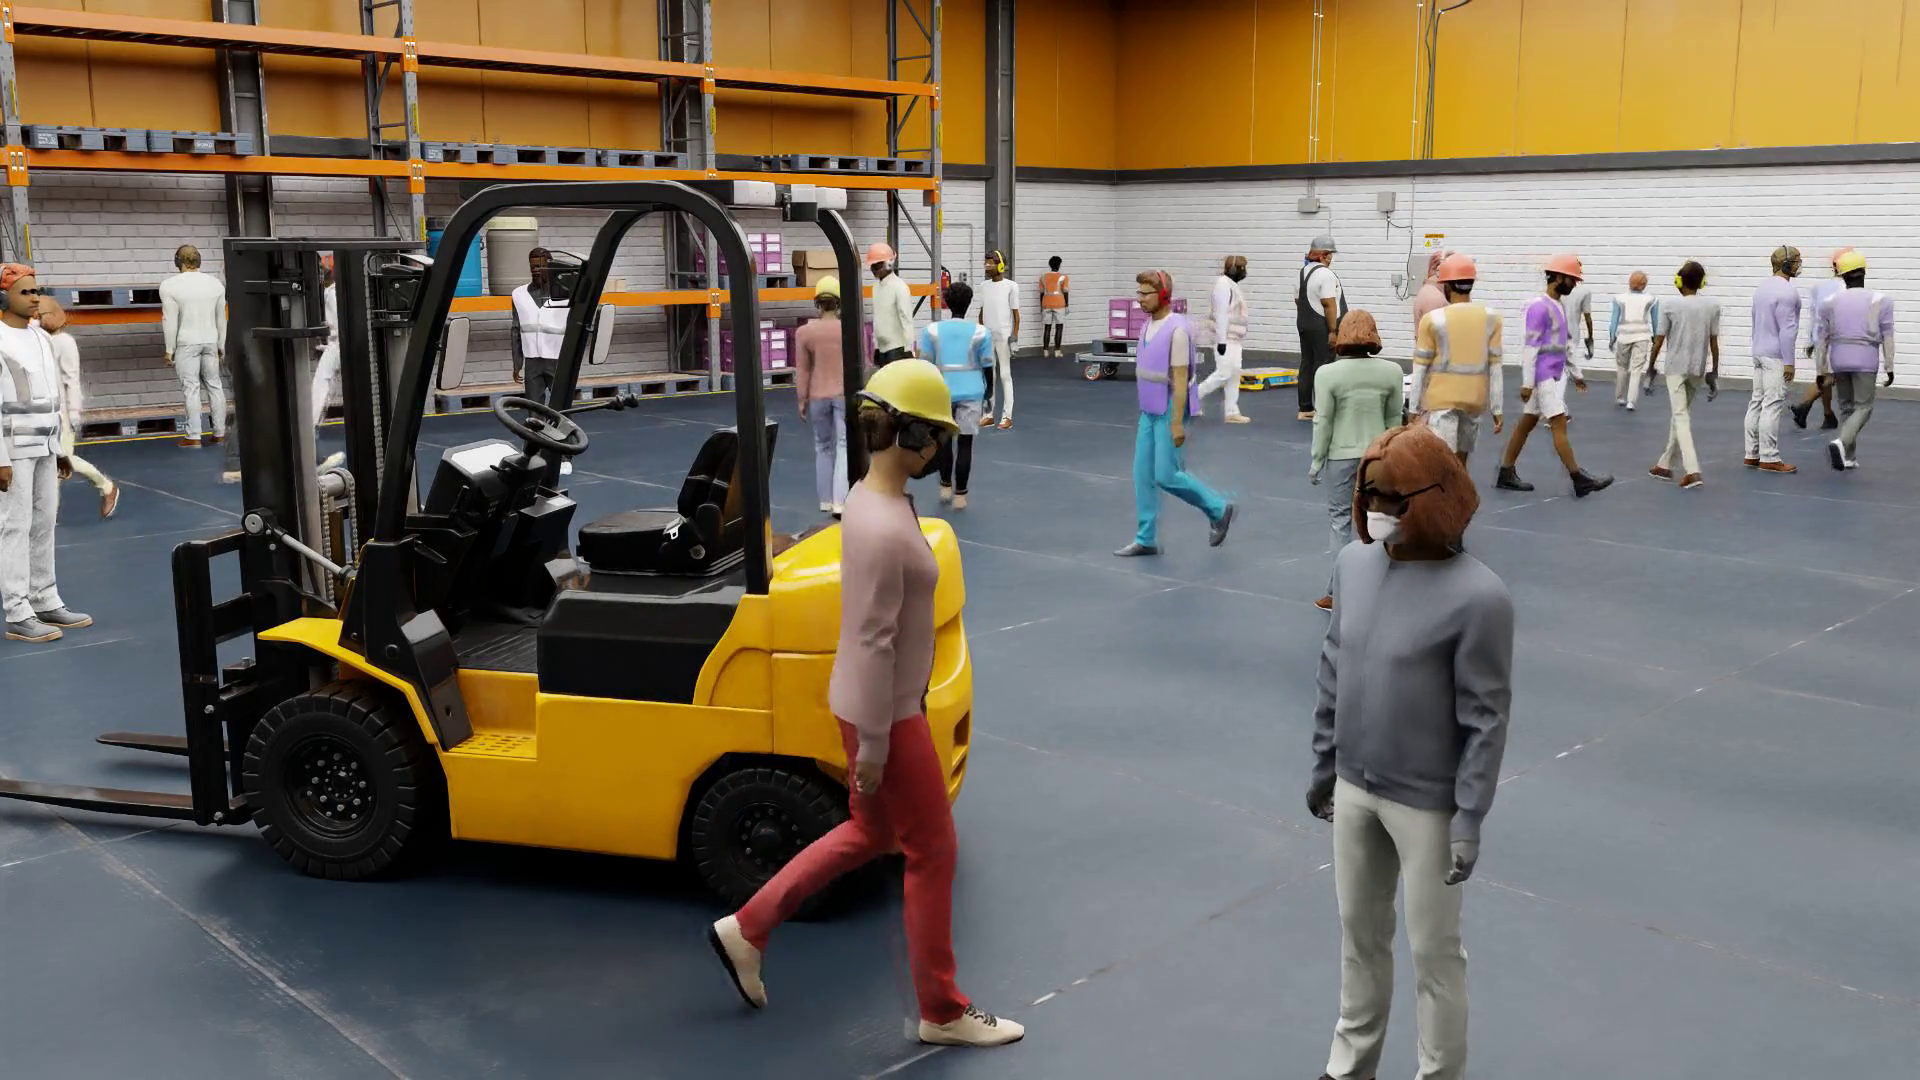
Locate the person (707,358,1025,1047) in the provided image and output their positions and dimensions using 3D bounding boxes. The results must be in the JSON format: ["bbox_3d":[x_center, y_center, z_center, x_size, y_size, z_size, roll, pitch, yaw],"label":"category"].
[{"bbox_3d":[-0.246,0.413,4.136,0.738,1.729,0.522,-1,10,-5],"label":"person"}]

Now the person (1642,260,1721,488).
[{"bbox_3d":[5.865,-1.346,13.496,0.538,1.827,0.967,-1,10,-3],"label":"person"}]

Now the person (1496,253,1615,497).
[{"bbox_3d":[4.672,-1.275,12.962,0.968,1.875,0.537,6,12,31],"label":"person"}]

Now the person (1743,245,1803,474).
[{"bbox_3d":[6.978,-1.544,14.239,0.372,1.940,0.627,0,10,2],"label":"person"}]

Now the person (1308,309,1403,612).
[{"bbox_3d":[2.120,-0.417,8.929,0.499,1.632,0.285,-1,10,-7],"label":"person"}]

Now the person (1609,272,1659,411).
[{"bbox_3d":[7.863,-2.318,19.395,0.544,1.586,0.866,4,11,22],"label":"person"}]

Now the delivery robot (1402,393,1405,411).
[{"bbox_3d":[4.217,-1.434,17.162,0.477,0.478,0.707,-9,14,-42],"label":"delivery robot"}]

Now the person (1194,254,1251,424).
[{"bbox_3d":[2.791,-2.157,17.890,0.640,1.828,0.655,4,11,22],"label":"person"}]

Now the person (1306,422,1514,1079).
[{"bbox_3d":[0.948,0.558,3.609,0.279,1.633,0.498,-6,12,-31],"label":"person"}]

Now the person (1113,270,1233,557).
[{"bbox_3d":[1.346,-0.786,10.454,0.687,1.819,0.603,-3,11,-17],"label":"person"}]

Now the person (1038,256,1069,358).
[{"bbox_3d":[1.545,-3.854,27.532,0.547,1.679,0.369,5,11,24],"label":"person"}]

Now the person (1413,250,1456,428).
[{"bbox_3d":[3.817,-1.355,13.301,0.409,1.908,0.639,2,11,10],"label":"person"}]

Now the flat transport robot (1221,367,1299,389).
[{"bbox_3d":[4.013,-2.159,22.145,1.431,0.197,0.652,-10,14,-44],"label":"flat transport robot"}]

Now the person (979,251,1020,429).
[{"bbox_3d":[0.382,-2.089,17.426,0.520,1.864,0.320,8,13,36],"label":"person"}]

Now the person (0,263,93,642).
[{"bbox_3d":[-4.690,-0.439,8.372,0.356,1.883,0.572,0,10,2],"label":"person"}]

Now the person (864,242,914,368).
[{"bbox_3d":[-0.678,-1.826,15.724,0.500,1.965,0.644,-5,12,-26],"label":"person"}]

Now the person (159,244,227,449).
[{"bbox_3d":[-7.289,-1.838,15.850,0.372,1.940,0.630,7,13,35],"label":"person"}]

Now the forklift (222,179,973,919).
[{"bbox_3d":[-1.114,-0.058,5.440,2.313,2.155,1.214,2,11,13],"label":"forklift"}]

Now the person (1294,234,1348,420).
[{"bbox_3d":[3.943,-2.298,18.075,0.538,2.000,0.684,-4,11,-18],"label":"person"}]

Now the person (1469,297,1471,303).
[{"bbox_3d":[6.030,-2.482,20.312,0.874,1.591,0.517,-4,11,-21],"label":"person"}]

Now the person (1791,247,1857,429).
[{"bbox_3d":[8.976,-2.073,17.236,0.831,1.913,0.554,-4,11,-22],"label":"person"}]

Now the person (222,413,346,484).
[{"bbox_3d":[-5.640,-1.366,13.681,1.003,1.781,0.527,-8,13,-37],"label":"person"}]

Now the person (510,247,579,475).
[{"bbox_3d":[-3.511,-1.510,14.113,0.594,1.919,0.388,1,10,3],"label":"person"}]

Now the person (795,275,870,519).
[{"bbox_3d":[-0.916,-1.023,11.972,0.529,1.764,0.606,2,11,9],"label":"person"}]

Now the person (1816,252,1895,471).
[{"bbox_3d":[7.625,-1.508,14.209,0.778,1.885,0.608,-10,14,-43],"label":"person"}]

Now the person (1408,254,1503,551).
[{"bbox_3d":[3.212,-0.912,10.919,0.573,1.891,0.889,-1,10,-6],"label":"person"}]

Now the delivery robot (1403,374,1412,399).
[{"bbox_3d":[5.292,-1.750,18.883,0.707,0.478,0.477,5,11,25],"label":"delivery robot"}]

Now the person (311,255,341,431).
[{"bbox_3d":[-6.244,-1.919,16.609,1.005,1.834,0.581,-3,11,-15],"label":"person"}]

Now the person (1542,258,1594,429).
[{"bbox_3d":[6.392,-2.085,17.541,0.541,1.816,0.996,7,13,35],"label":"person"}]

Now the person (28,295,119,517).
[{"bbox_3d":[-6.285,-0.896,11.581,0.518,1.620,0.618,6,12,29],"label":"person"}]

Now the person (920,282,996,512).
[{"bbox_3d":[-0.004,-1.067,12.327,0.557,1.673,0.654,1,10,7],"label":"person"}]
